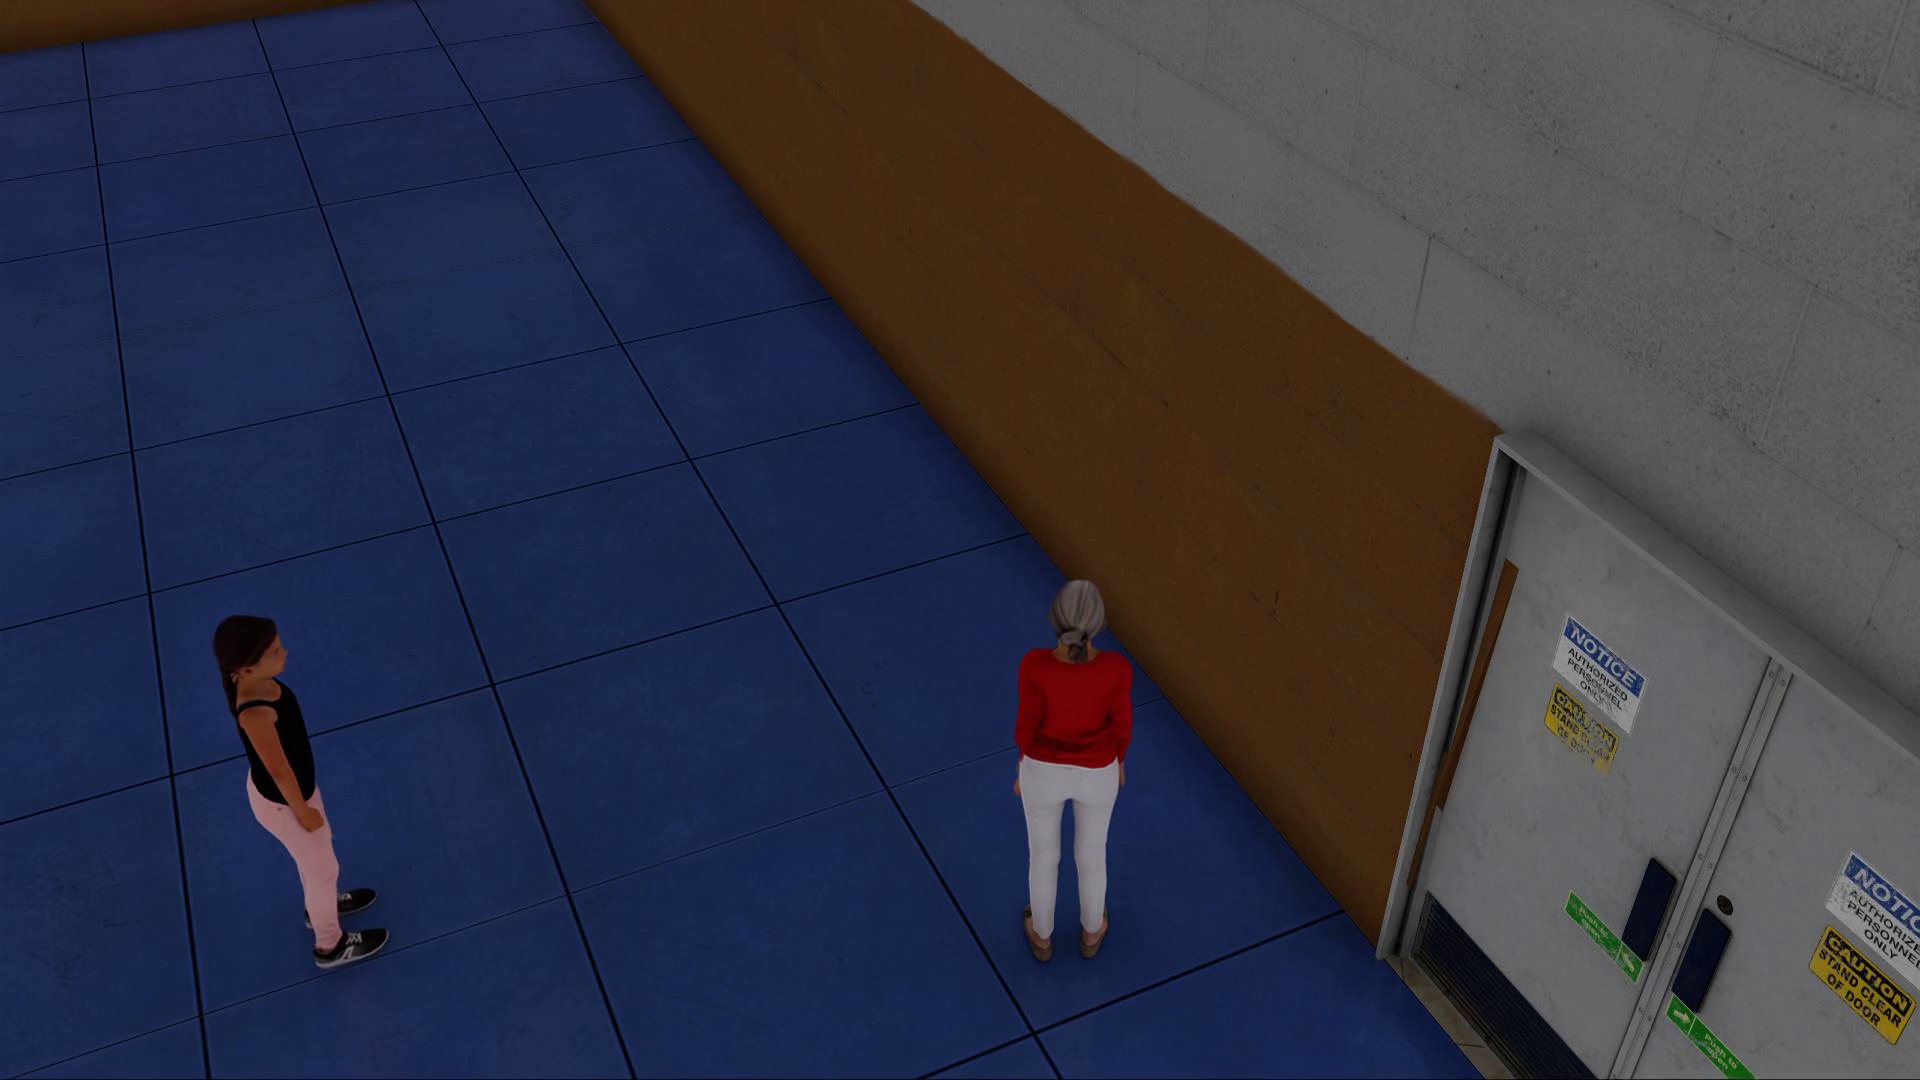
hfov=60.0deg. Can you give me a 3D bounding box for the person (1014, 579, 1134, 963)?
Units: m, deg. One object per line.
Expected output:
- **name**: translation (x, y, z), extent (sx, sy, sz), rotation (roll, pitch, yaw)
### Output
- **person**: translation (0.376, 0.814, 5.726), extent (0.593, 1.693, 0.695), rotation (0, 37, 0)

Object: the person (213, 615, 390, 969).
- **person**: translation (-2.327, 0.877, 5.756), extent (0.511, 1.558, 0.526), rotation (-17, 40, -21)
